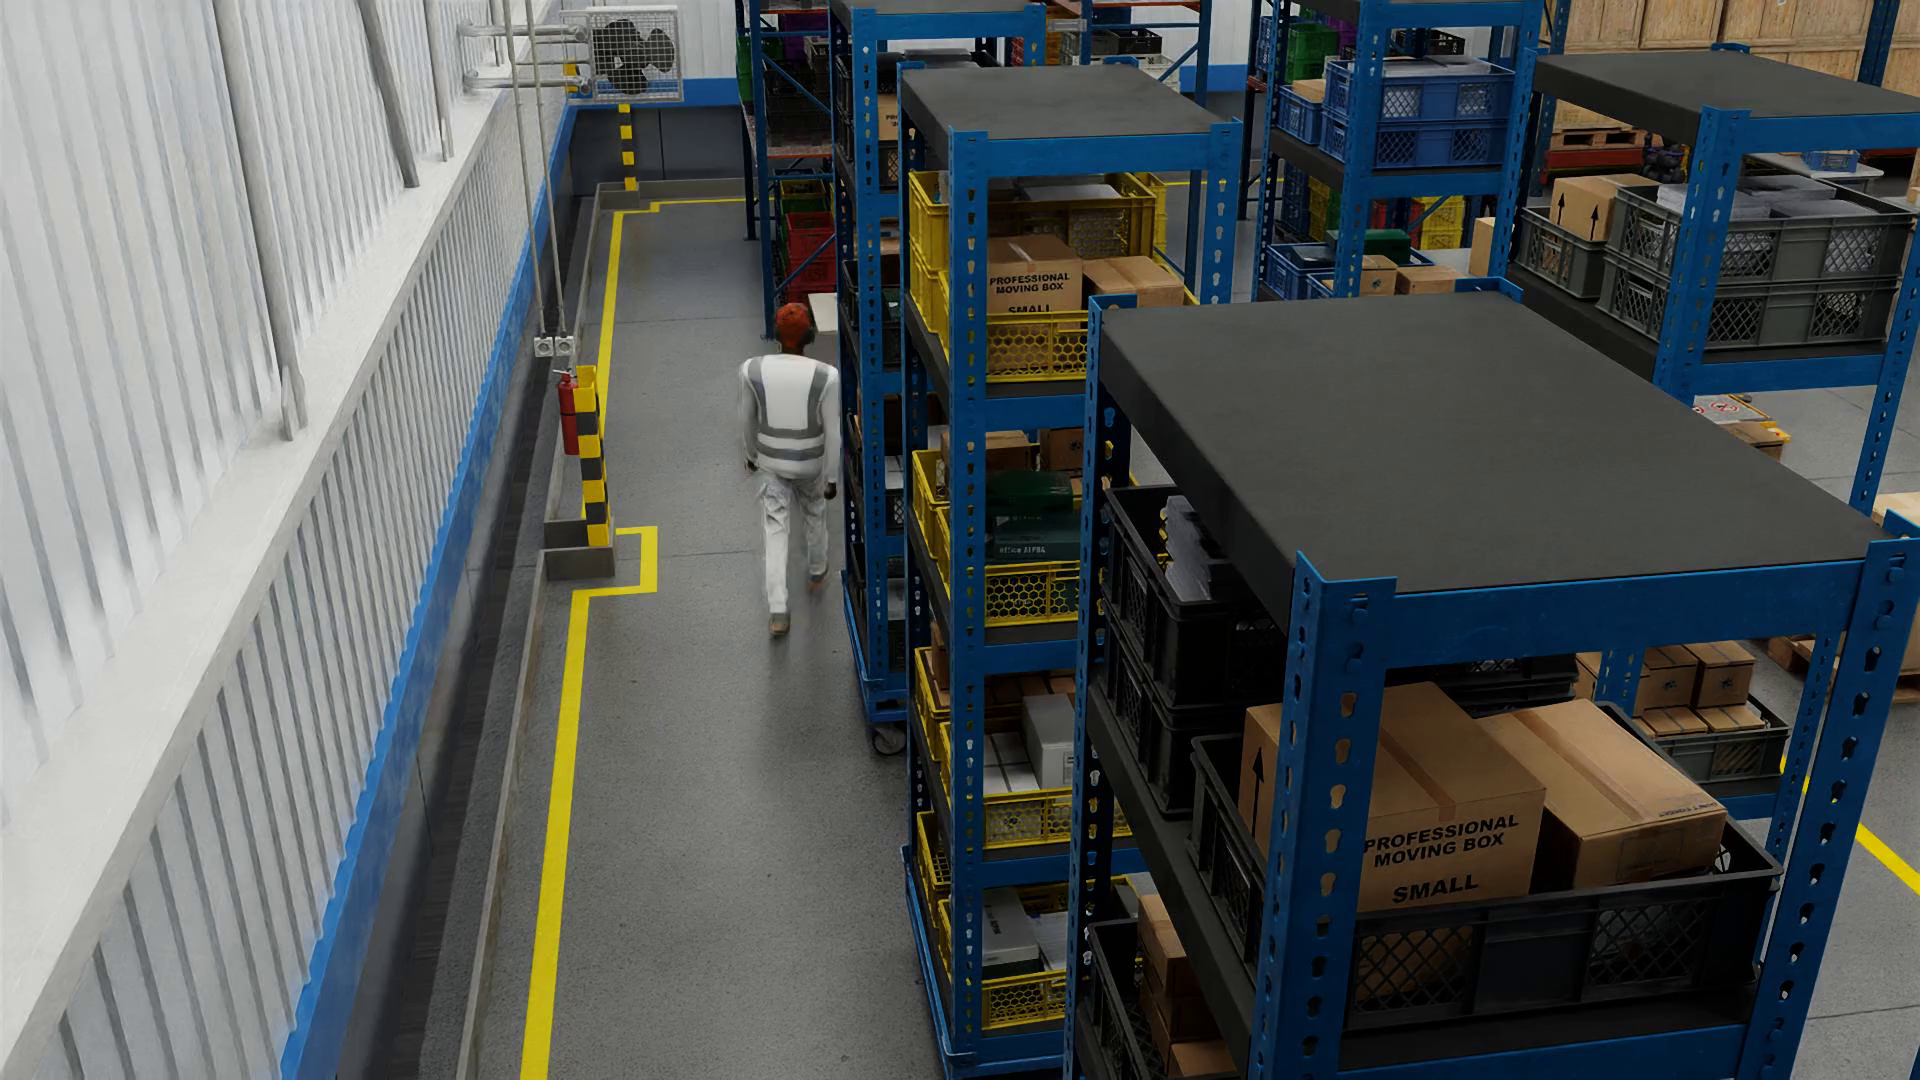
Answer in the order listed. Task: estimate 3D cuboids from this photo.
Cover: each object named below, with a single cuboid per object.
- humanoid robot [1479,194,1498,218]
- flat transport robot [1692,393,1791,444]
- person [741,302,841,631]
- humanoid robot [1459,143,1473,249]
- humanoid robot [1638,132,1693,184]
[{"bbox_3d":[5.163,-3.447,16.089,0.327,1.657,0.590,-10,26,-20],"label":"humanoid robot"},{"bbox_3d":[5.224,-0.859,12.132,1.431,0.197,0.652,-4,25,-8],"label":"flat transport robot"},{"bbox_3d":[-0.945,-0.438,9.377,0.589,1.841,0.970,1,25,3],"label":"person"},{"bbox_3d":[5.141,-3.582,16.400,0.387,1.648,0.569,19,31,35],"label":"humanoid robot"},{"bbox_3d":[7.111,-3.755,16.761,0.319,1.656,0.612,-18,30,-33],"label":"humanoid robot"}]
